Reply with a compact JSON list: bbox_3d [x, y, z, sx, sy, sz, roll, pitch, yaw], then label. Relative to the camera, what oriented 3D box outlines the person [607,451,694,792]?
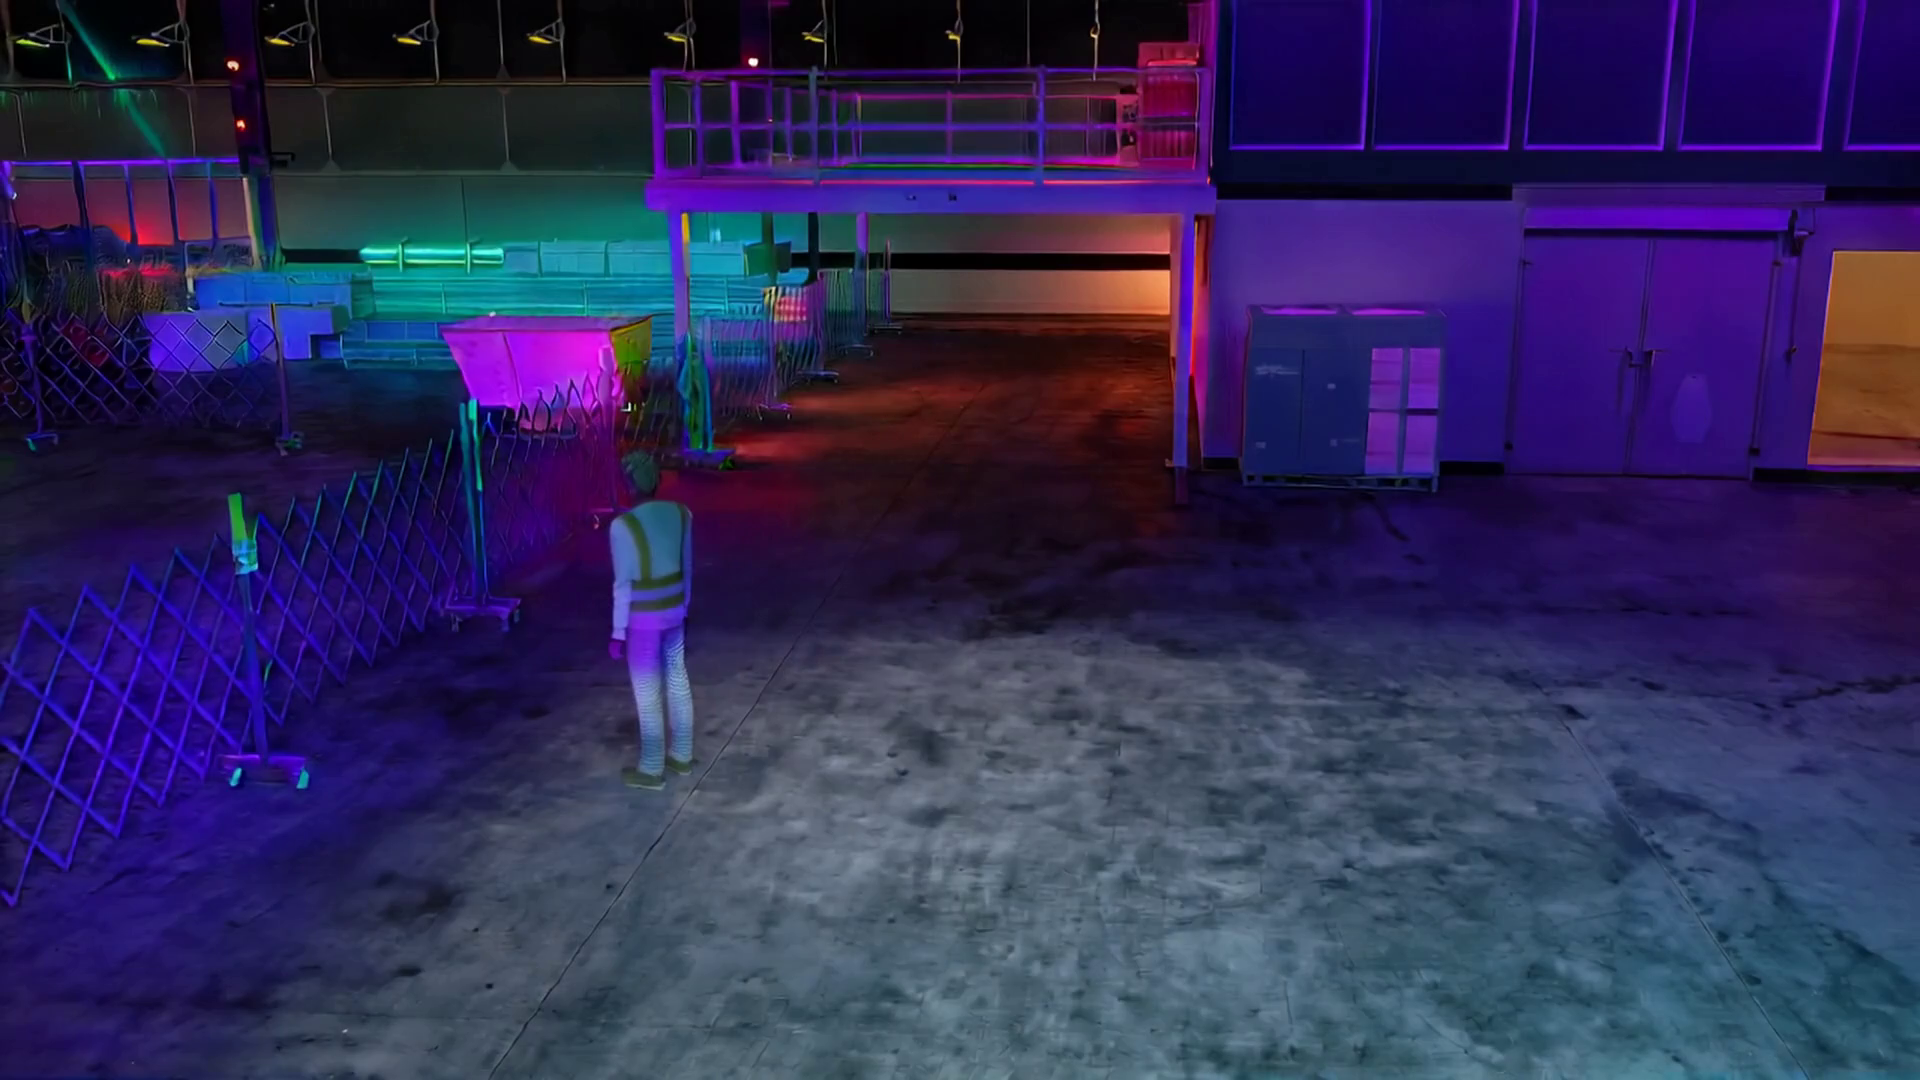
[{"bbox_3d":[-1.685,0.438,9.072,0.355,1.887,0.573,9,16,33],"label":"person"}]

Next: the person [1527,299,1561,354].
[{"bbox_3d":[6.927,-2.206,19.936,1.015,1.856,0.639,-4,14,-15],"label":"person"}]
